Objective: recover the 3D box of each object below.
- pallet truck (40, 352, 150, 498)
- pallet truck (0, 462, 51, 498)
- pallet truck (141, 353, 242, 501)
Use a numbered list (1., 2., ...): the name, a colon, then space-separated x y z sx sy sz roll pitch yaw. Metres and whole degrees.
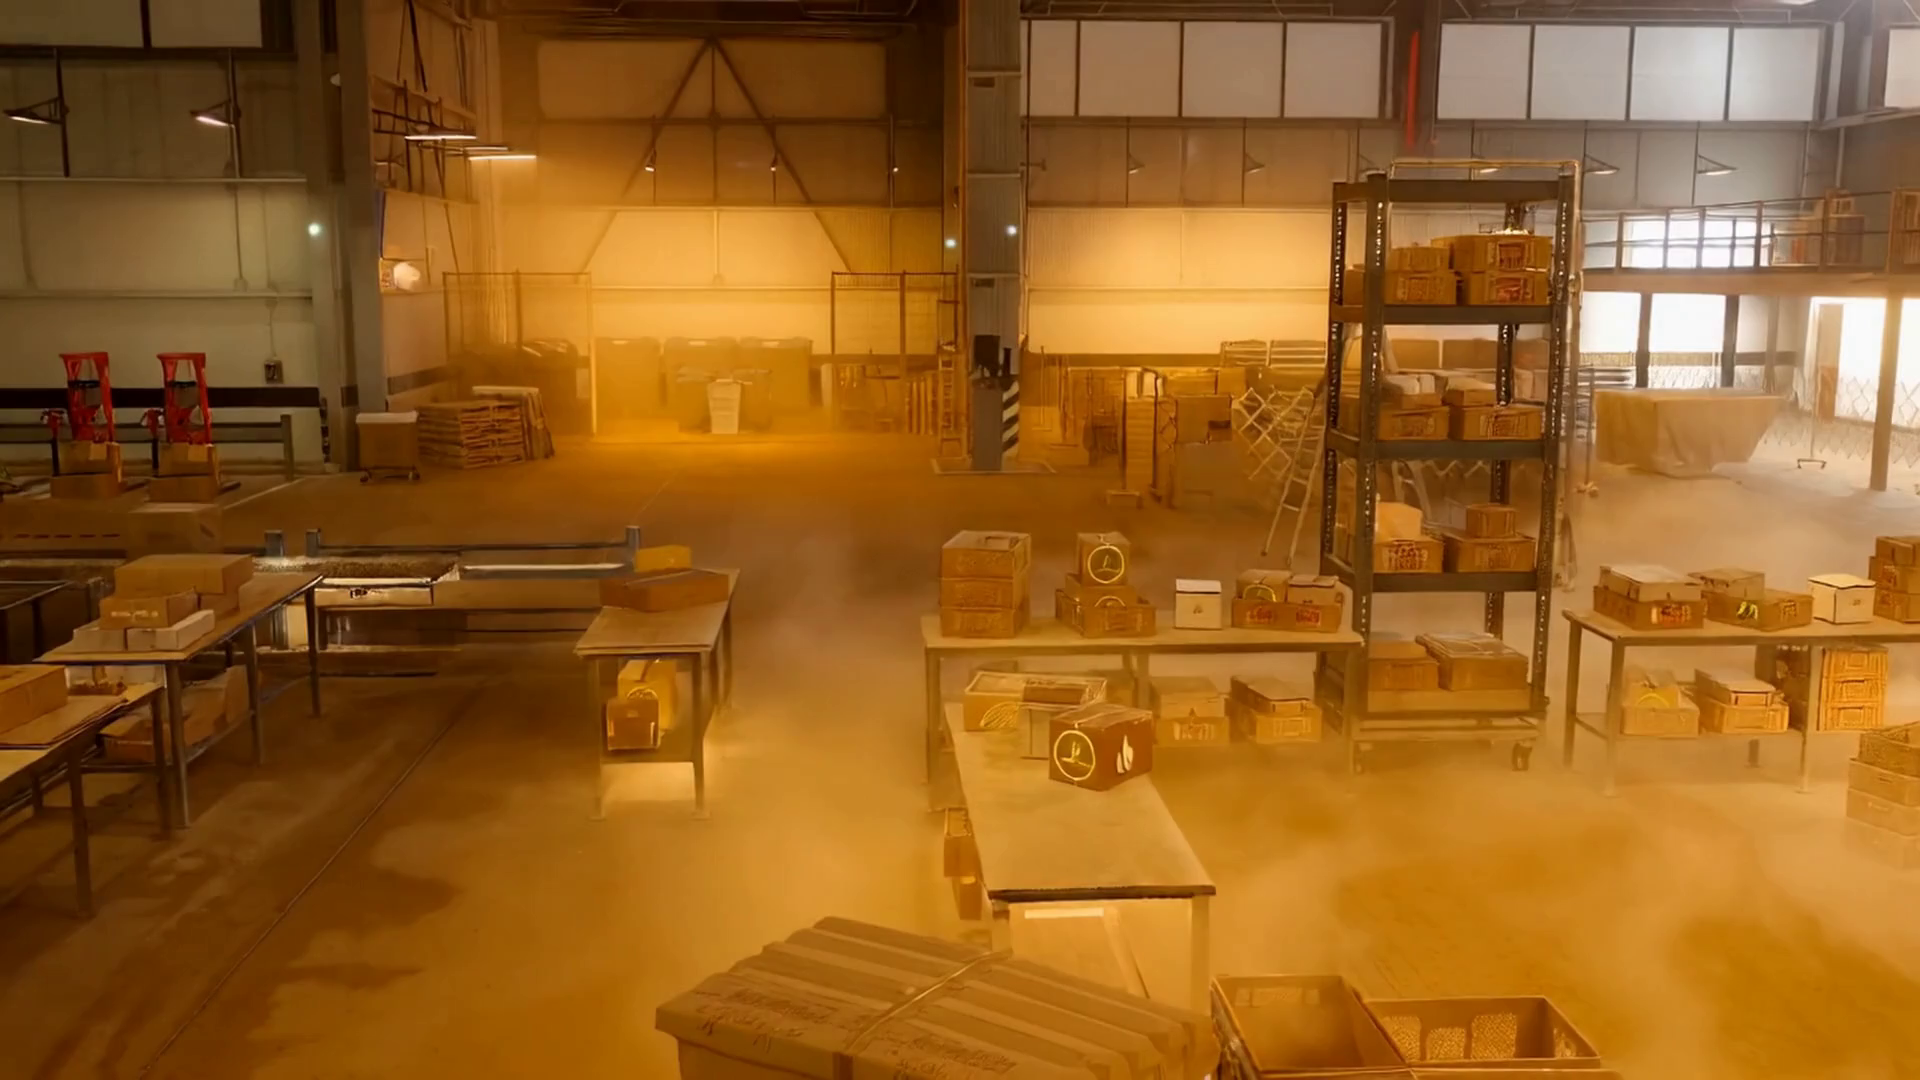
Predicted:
1. pallet truck: -11.907 -1.642 23.165 0.823 1.965 1.885 0 9 0
2. pallet truck: -13.193 -1.293 23.148 0.653 1.274 1.630 -1 9 -4
3. pallet truck: -10.520 -1.604 22.925 0.823 1.965 1.885 -1 9 -6
